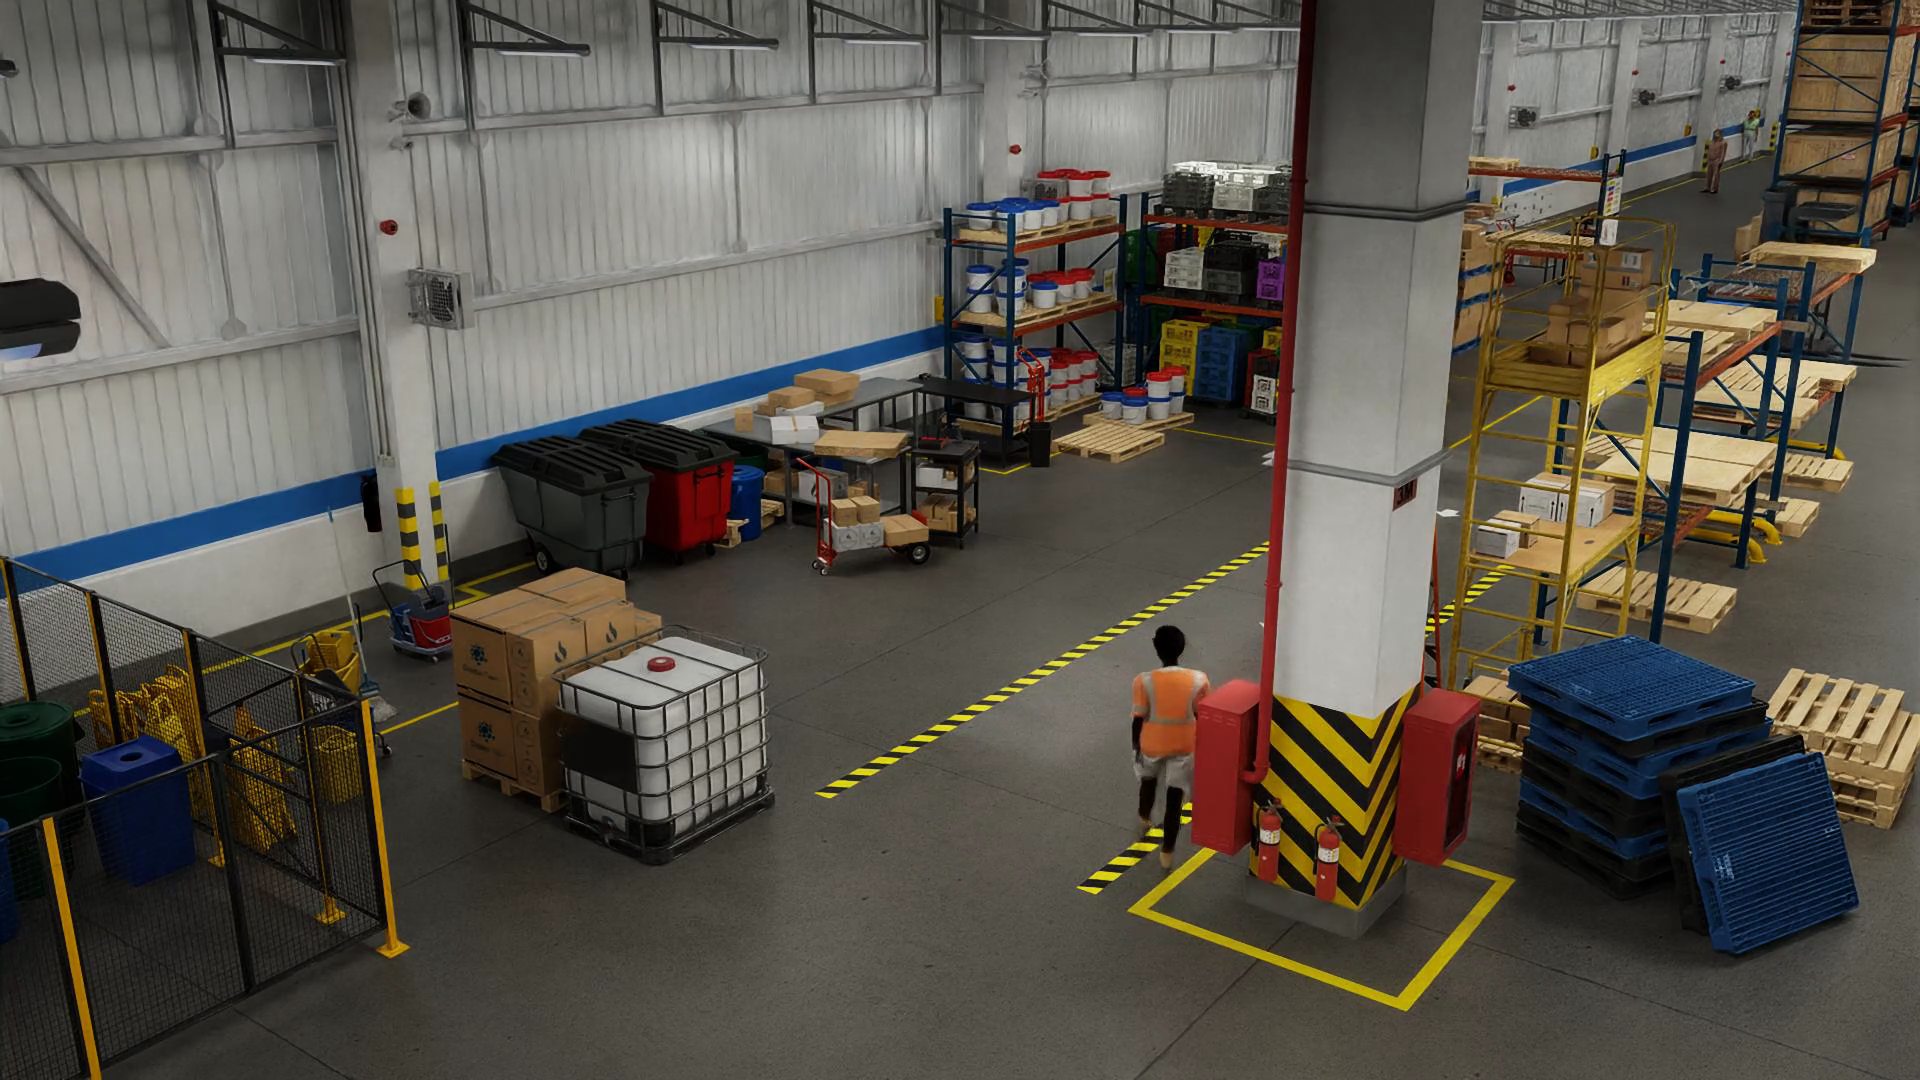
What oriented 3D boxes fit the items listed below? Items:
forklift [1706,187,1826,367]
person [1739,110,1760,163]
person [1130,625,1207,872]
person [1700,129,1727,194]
[{"bbox_3d":[12.730,-4.119,26.225,1.873,2.768,1.129,13,22,34],"label":"forklift"},{"bbox_3d":[28.172,-14.388,59.335,0.404,1.832,0.580,-17,24,-41],"label":"person"},{"bbox_3d":[1.415,1.362,11.378,0.532,1.648,0.867,1,18,3],"label":"person"},{"bbox_3d":[22.708,-11.404,50.063,0.409,1.913,0.642,-7,19,-21],"label":"person"}]
